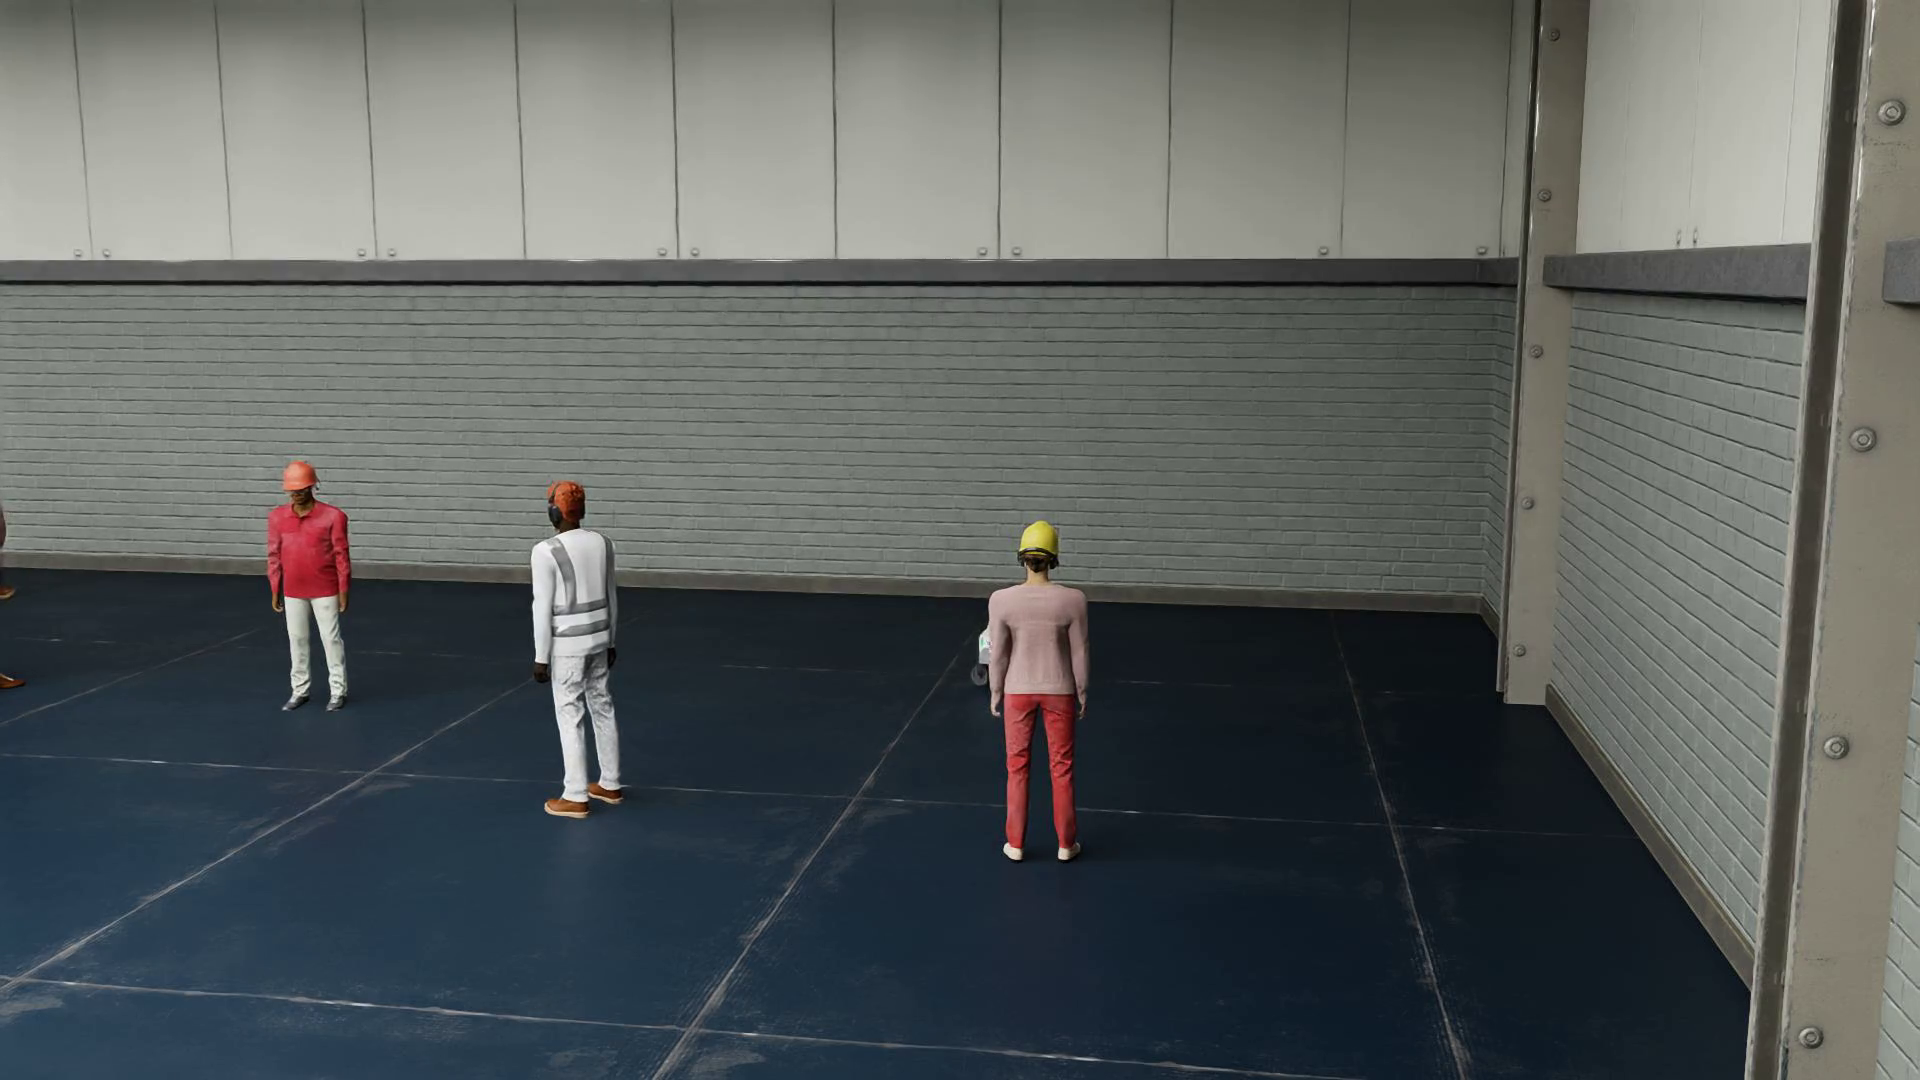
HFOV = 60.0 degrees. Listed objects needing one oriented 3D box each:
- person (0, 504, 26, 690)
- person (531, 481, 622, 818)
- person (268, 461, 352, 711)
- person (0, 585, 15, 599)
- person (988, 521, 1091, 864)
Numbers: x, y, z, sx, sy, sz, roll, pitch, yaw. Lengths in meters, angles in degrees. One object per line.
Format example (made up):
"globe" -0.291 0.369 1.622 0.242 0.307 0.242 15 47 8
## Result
"person" -7.117 0.140 12.052 0.651 1.904 0.403 6 11 35
"person" -2.145 0.599 9.345 0.370 1.873 0.592 6 11 31
"person" -4.483 0.320 11.443 0.571 1.743 0.353 0 9 2
"person" -9.065 -0.318 15.036 0.668 1.853 0.442 -7 12 -37
"person" 0.403 0.783 8.511 0.524 1.770 0.315 1 9 4
